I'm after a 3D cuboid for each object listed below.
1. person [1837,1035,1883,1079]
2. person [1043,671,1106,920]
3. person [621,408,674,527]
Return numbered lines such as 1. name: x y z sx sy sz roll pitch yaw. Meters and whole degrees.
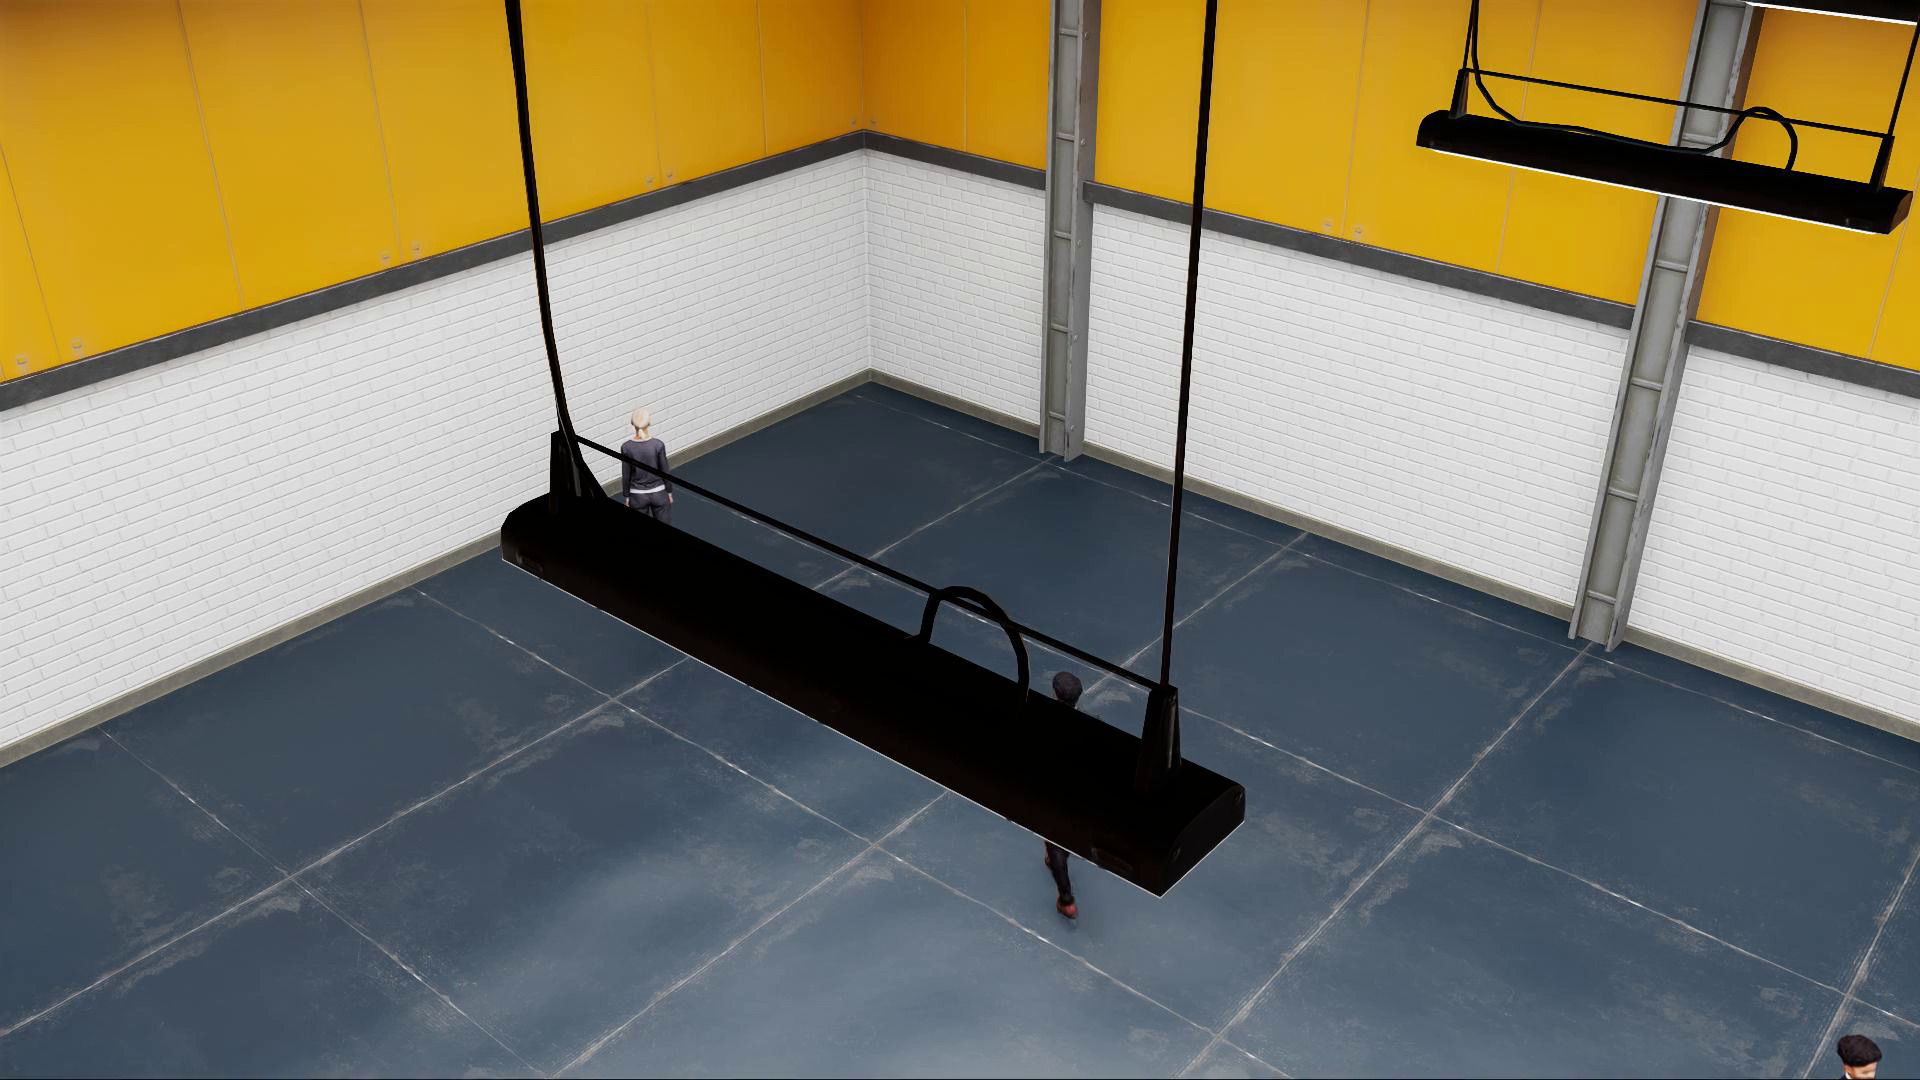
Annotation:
1. person: 4.902 3.257 9.297 0.565 1.227 0.581 -16 33 -27
2. person: 0.721 1.764 11.373 1.037 1.858 1.163 -9 30 -16
3. person: -2.918 -0.445 15.561 0.685 1.726 0.726 -5 29 -8
